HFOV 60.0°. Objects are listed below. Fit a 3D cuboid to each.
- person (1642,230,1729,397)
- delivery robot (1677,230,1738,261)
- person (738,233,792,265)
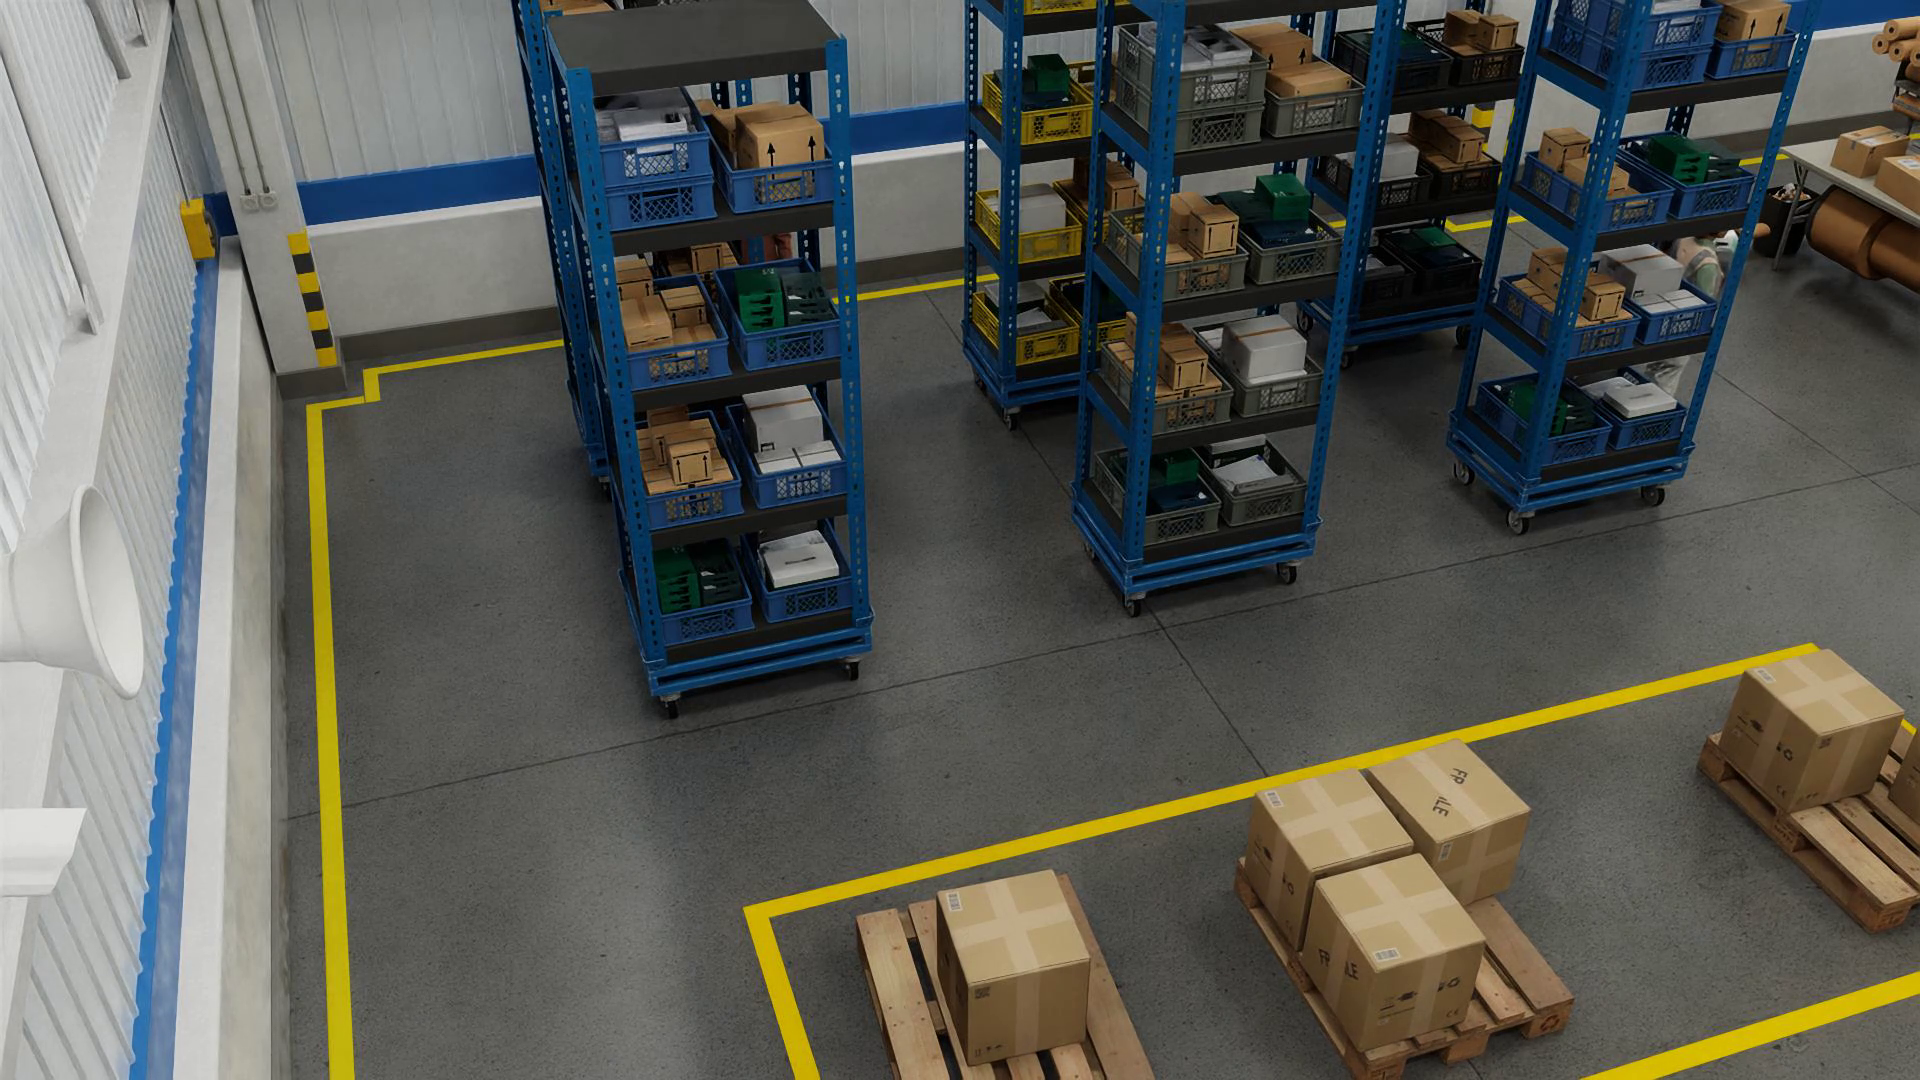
[{"bbox_3d":[4.735,-1.439,10.890,0.312,1.639,0.518,2,35,3],"label":"person"},{"bbox_3d":[5.922,-2.475,13.218,0.477,0.478,0.707,5,35,7],"label":"delivery robot"},{"bbox_3d":[-1.412,-1.738,11.021,0.611,1.985,0.394,2,35,2],"label":"person"}]
